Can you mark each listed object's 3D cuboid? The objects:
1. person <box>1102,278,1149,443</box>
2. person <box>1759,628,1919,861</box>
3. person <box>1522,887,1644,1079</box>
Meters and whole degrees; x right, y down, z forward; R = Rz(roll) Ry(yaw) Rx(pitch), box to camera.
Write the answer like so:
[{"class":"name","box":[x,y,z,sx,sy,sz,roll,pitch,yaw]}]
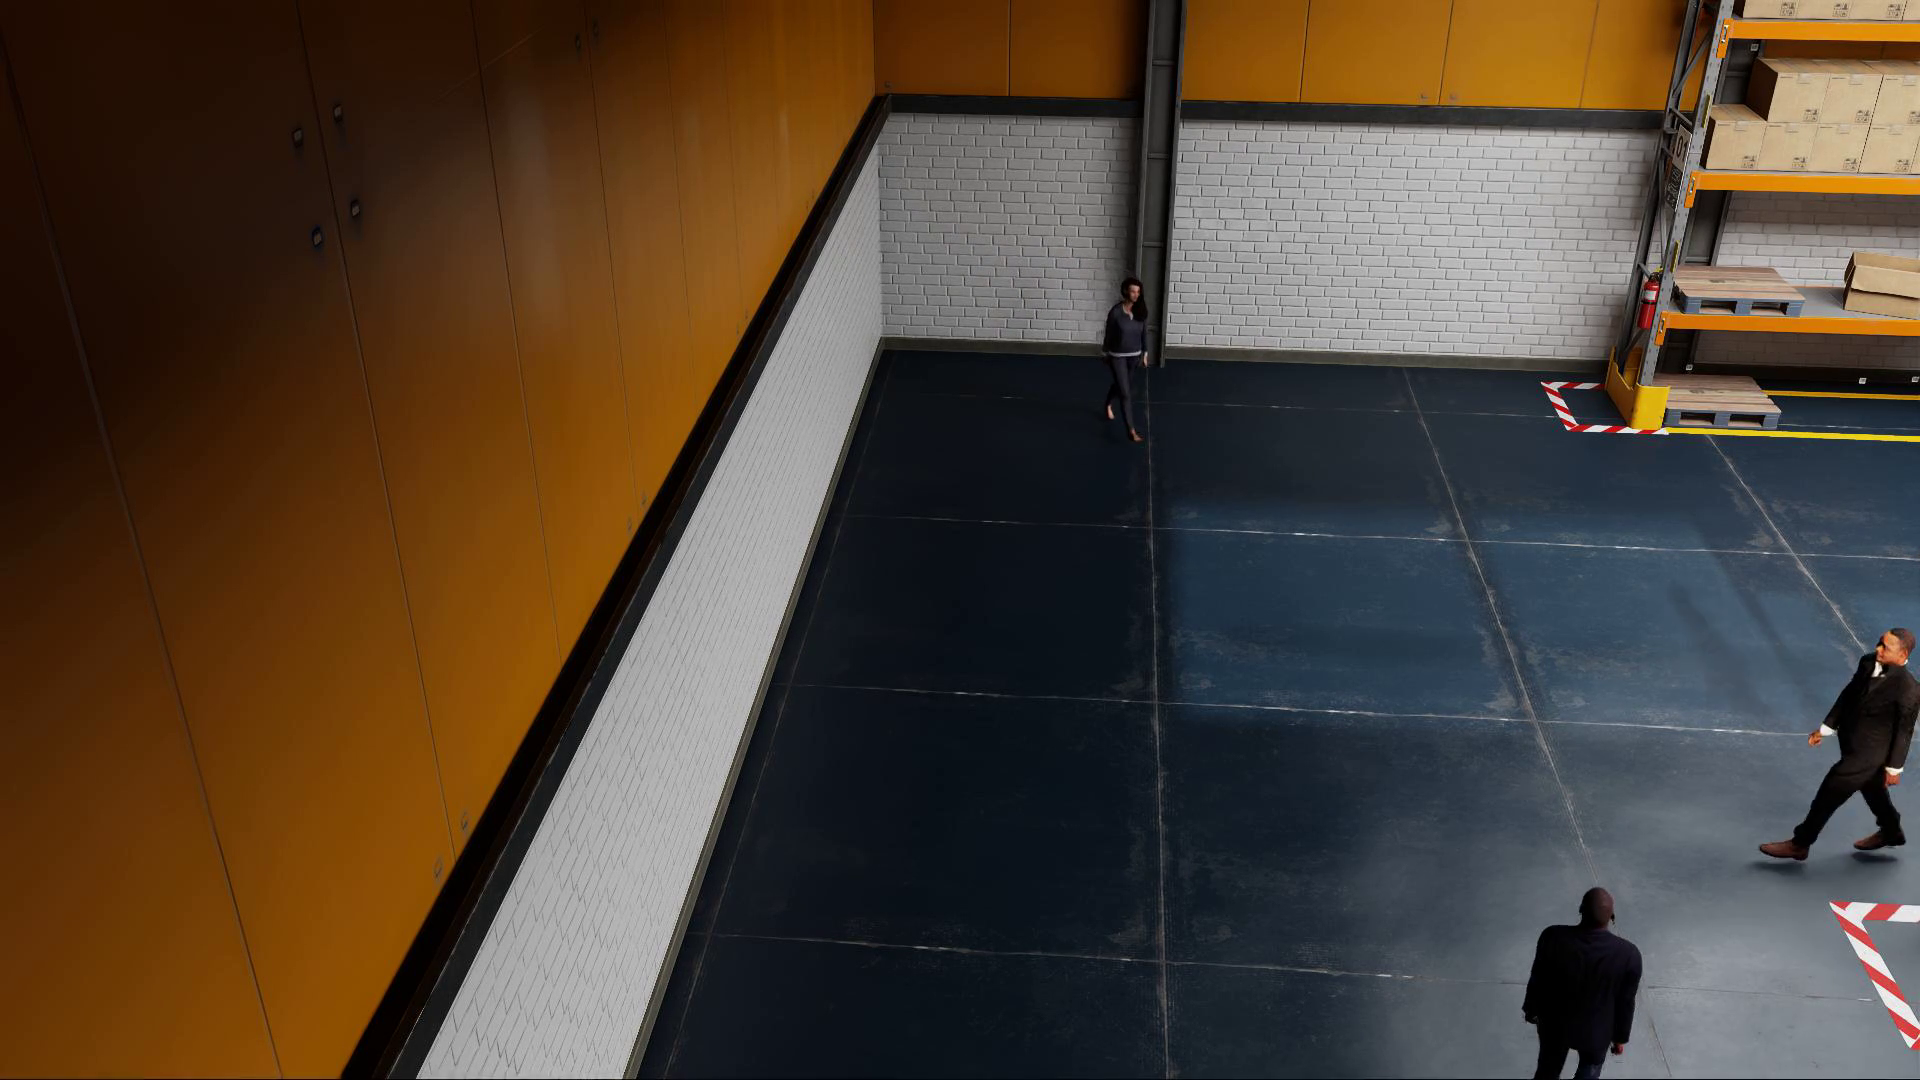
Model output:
[{"class":"person","box":[1.707,-1.970,17.662,1.194,1.714,1.072,-12,31,-20]},{"class":"person","box":[6.246,1.411,11.310,1.275,1.862,0.712,0,29,1]},{"class":"person","box":[3.333,2.683,9.031,0.771,1.811,0.880,12,31,21]}]
